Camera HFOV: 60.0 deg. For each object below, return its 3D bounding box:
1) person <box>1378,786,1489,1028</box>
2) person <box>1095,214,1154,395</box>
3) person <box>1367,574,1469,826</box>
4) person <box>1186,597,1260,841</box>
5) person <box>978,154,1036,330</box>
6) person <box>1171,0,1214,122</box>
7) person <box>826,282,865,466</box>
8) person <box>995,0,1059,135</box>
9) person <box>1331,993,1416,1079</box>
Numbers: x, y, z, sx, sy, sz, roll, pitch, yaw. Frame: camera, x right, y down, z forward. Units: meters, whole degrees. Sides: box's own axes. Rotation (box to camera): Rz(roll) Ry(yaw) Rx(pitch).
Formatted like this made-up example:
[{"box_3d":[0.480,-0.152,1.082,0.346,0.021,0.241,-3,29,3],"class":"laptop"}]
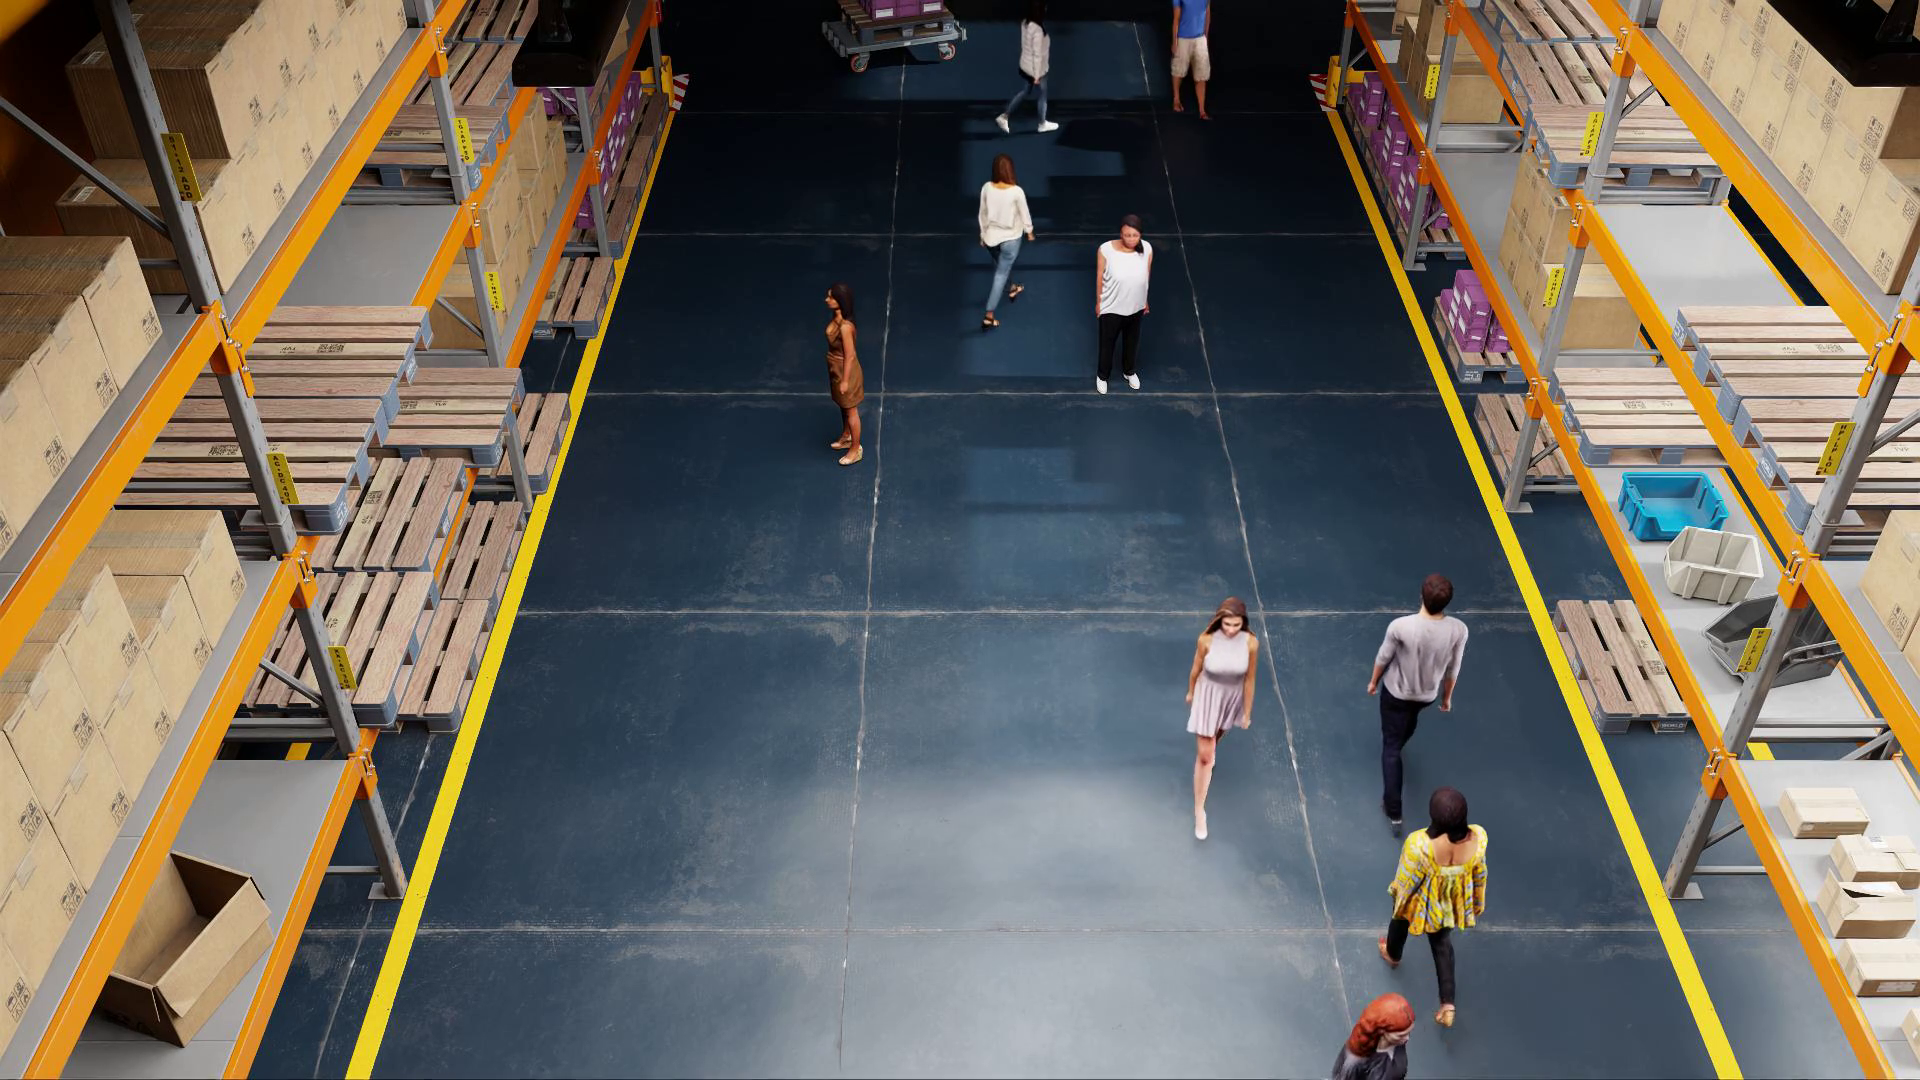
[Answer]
[{"box_3d":[2.709,2.089,9.433,0.783,1.631,1.041,-5,39,-6],"class":"person"},{"box_3d":[1.441,-2.087,14.617,0.700,1.687,0.670,-7,39,-9],"class":"person"},{"box_3d":[2.891,1.023,10.633,0.671,1.800,1.136,1,39,1],"class":"person"},{"box_3d":[1.679,0.996,10.736,0.635,1.713,1.157,4,39,4],"class":"person"},{"box_3d":[0.362,-2.739,15.475,0.993,1.636,1.181,21,43,24],"class":"person"},{"box_3d":[2.615,-5.806,19.156,0.787,1.834,1.153,-7,39,-9],"class":"person"},{"box_3d":[-0.954,-1.387,13.738,0.680,1.690,0.546,-12,40,-15],"class":"person"},{"box_3d":[0.752,-5.321,18.722,0.958,1.617,1.039,-17,42,-20],"class":"person"},{"box_3d":[1.967,2.803,8.434,0.728,1.763,0.742,-16,41,-19],"class":"person"}]
